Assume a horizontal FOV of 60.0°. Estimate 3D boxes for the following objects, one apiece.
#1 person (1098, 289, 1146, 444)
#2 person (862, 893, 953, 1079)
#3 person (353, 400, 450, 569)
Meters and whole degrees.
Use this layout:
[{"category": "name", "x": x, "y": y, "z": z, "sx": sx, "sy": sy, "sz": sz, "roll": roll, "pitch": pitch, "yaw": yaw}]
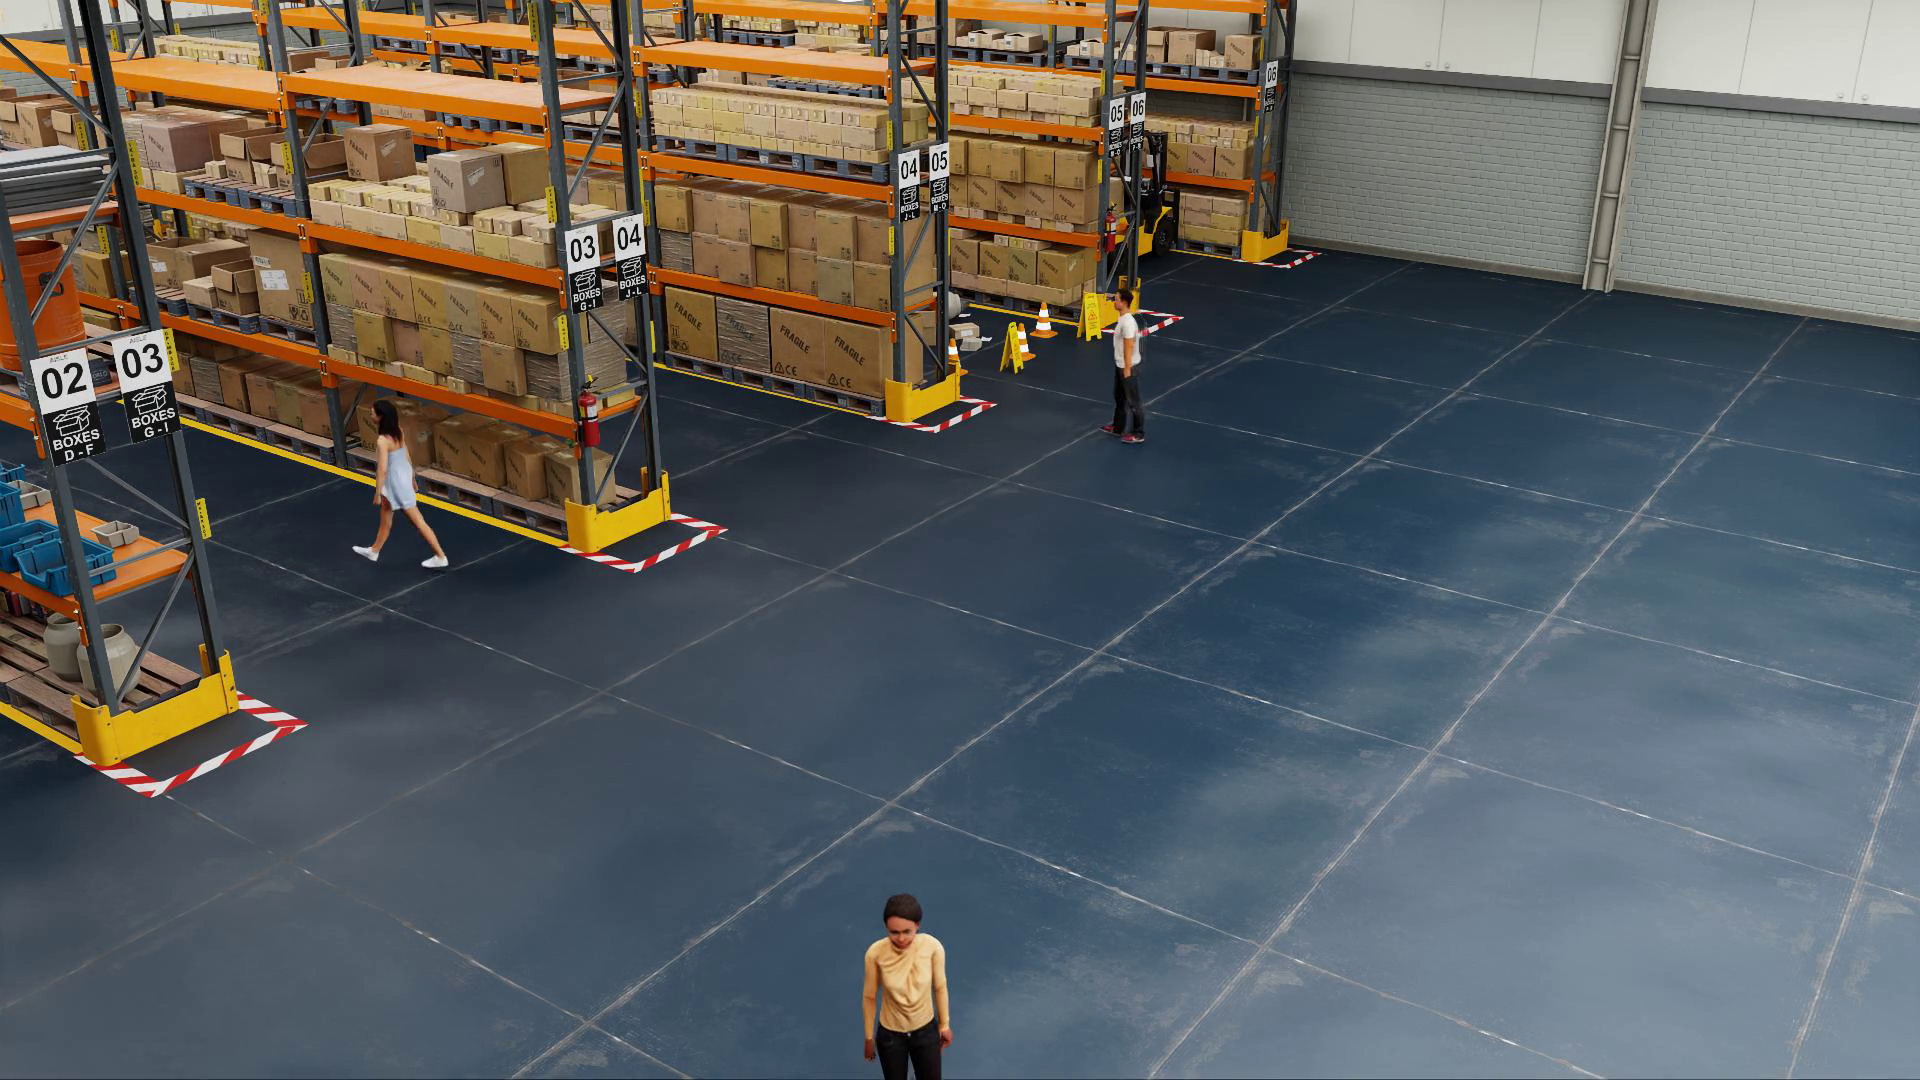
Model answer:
[{"category": "person", "x": 1.996, "y": -2.029, "z": 19.254, "sx": 0.888, "sy": 1.794, "sz": 0.827, "roll": -5, "pitch": 23, "yaw": -11}, {"category": "person", "x": -0.287, "y": 2.529, "z": 8.728, "sx": 0.717, "sy": 1.644, "sz": 0.786, "roll": -3, "pitch": 23, "yaw": -6}, {"category": "person", "x": -5.227, "y": -0.483, "z": 15.775, "sx": 1.234, "sy": 1.673, "sz": 1.034, "roll": 1, "pitch": 23, "yaw": 1}]
